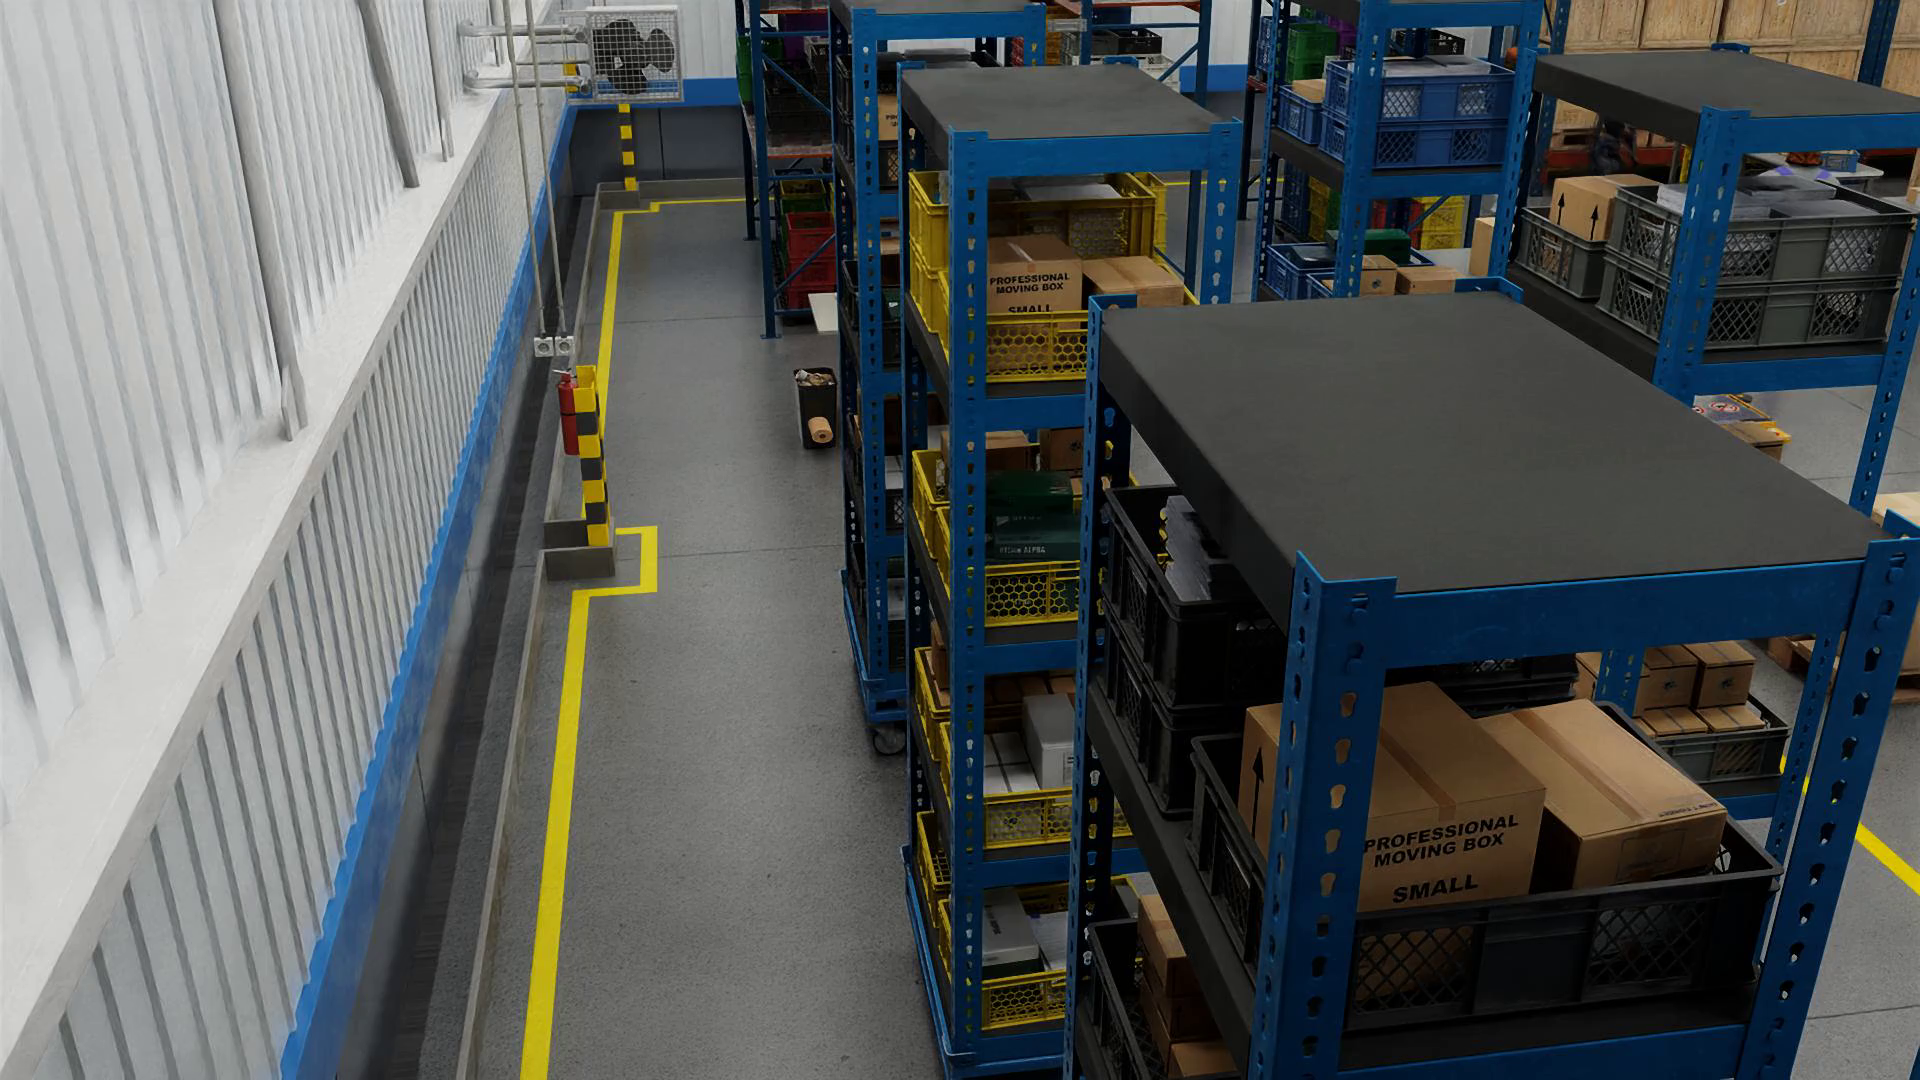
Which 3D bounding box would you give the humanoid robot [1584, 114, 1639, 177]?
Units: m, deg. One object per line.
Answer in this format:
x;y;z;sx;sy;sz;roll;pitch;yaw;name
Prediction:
6.786;-4.062;17.470;0.568;1.629;0.664;-18;30;-34;humanoid robot

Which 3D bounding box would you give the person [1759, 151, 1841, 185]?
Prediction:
6.470;-2.278;13.133;0.679;2.000;0.536;3;25;6;person

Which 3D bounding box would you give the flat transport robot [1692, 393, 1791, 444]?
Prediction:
5.224;-0.859;12.132;1.431;0.197;0.652;-4;25;-8;flat transport robot

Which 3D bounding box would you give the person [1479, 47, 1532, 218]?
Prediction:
5.828;-4.271;17.650;0.340;1.881;0.579;-1;25;-2;person
